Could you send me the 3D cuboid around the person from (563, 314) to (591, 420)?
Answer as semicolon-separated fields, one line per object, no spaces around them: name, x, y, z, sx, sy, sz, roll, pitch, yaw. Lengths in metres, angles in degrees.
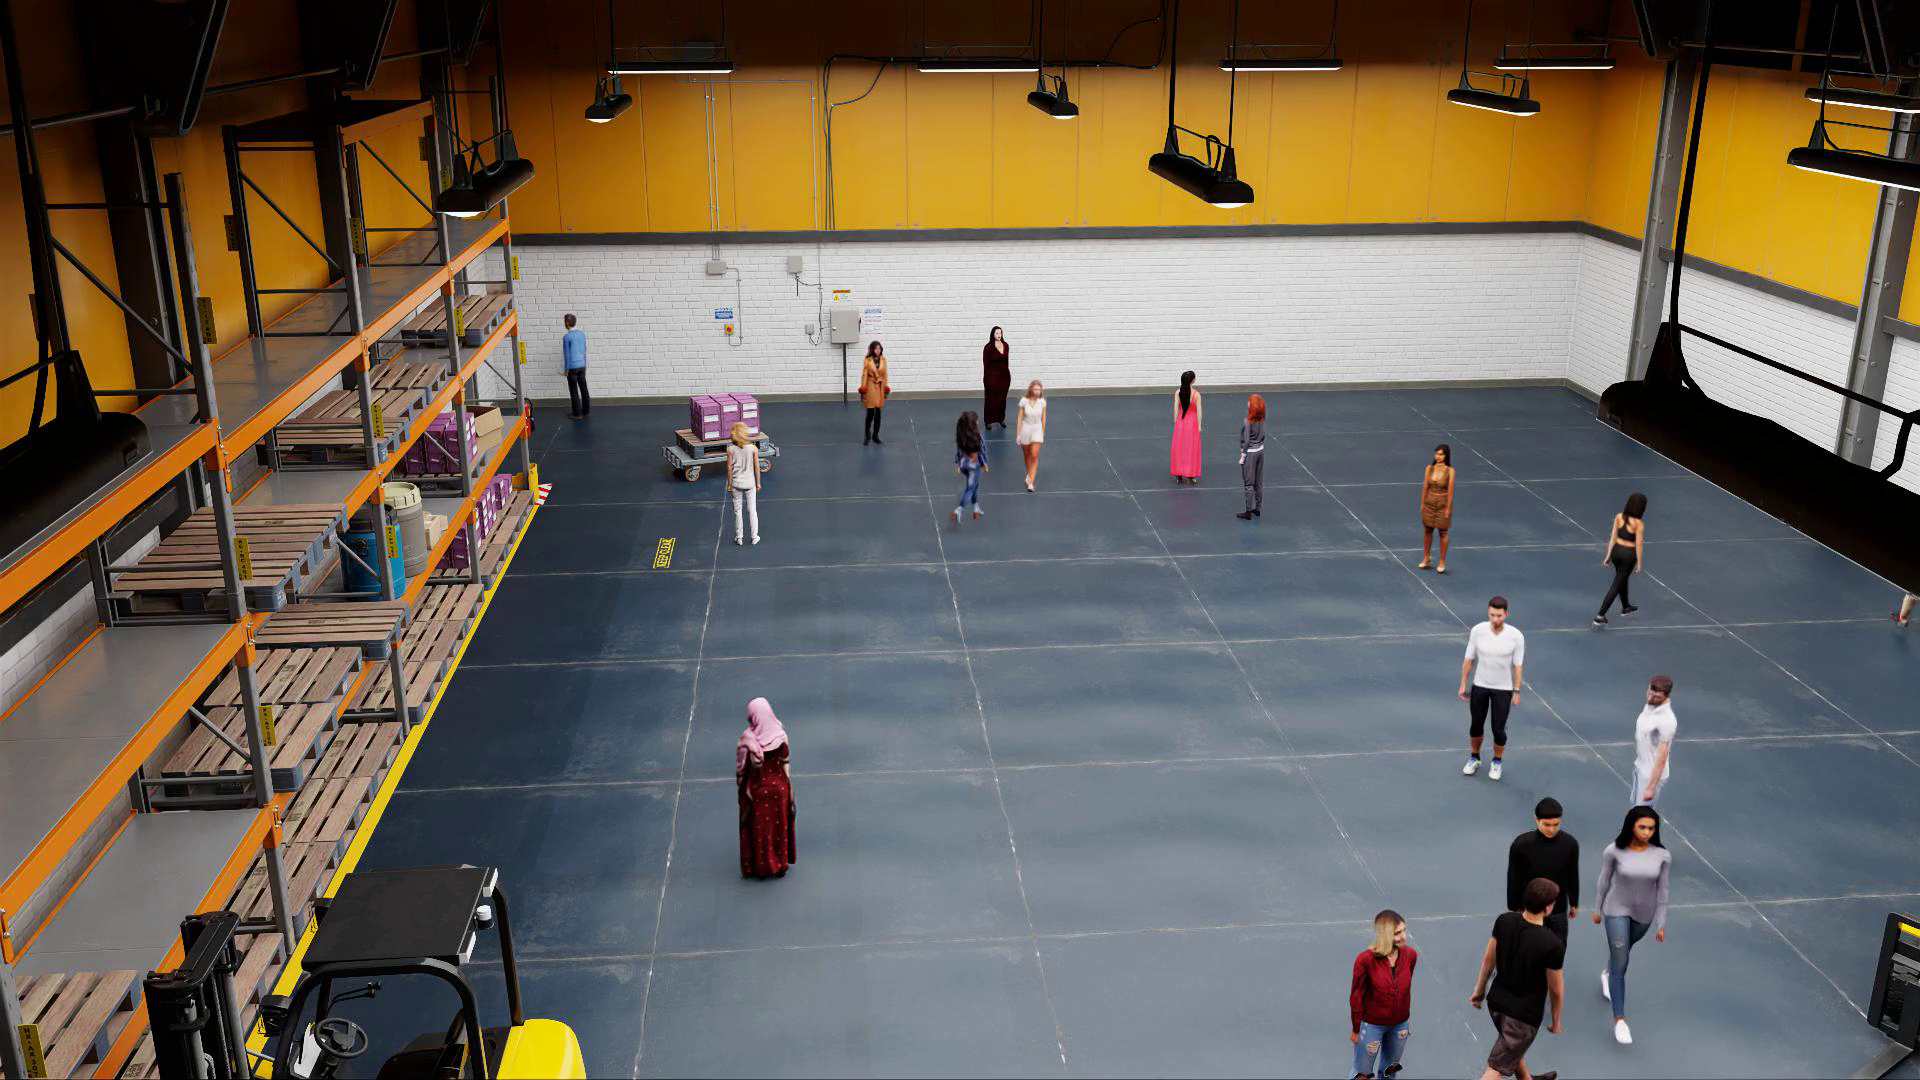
person;-6.646;-3.016;28.755;0.804;1.813;0.712;12;22;31

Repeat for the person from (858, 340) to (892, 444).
person;-1.415;-2.406;27.106;0.815;1.709;0.839;-8;20;-23

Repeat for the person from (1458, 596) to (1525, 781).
person;5.025;1.378;15.667;0.822;1.838;0.847;11;22;30

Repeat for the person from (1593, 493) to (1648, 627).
person;7.683;0.263;19.360;0.971;1.593;1.101;-13;22;-33

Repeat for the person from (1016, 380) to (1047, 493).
person;1.049;-1.566;24.719;0.724;1.639;1.208;2;19;6

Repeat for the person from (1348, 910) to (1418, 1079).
person;2.736;3.129;10.788;0.650;1.634;0.608;-6;20;-18

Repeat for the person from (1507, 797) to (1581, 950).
person;4.263;2.615;12.196;0.794;1.708;0.903;1;19;4

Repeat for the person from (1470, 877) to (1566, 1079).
person;3.507;3.060;10.732;1.167;1.800;1.303;-13;22;-33

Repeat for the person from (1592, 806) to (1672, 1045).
person;4.829;2.679;12.045;0.778;1.684;1.213;2;19;7

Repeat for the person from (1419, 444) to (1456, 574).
person;6.099;-0.413;21.223;0.634;1.685;0.694;15;24;37

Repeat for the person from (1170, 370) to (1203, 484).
person;3.411;-1.704;24.995;0.715;1.725;0.741;10;21;27

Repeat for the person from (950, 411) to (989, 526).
person;0.118;-0.965;23.022;1.028;1.585;1.101;15;24;37

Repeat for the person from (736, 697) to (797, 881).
person;-1.636;2.071;13.925;0.728;1.636;0.695;-7;20;-19

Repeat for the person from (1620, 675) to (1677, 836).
person;5.844;1.951;14.002;1.020;1.814;0.667;8;20;23

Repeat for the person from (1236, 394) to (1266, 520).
person;4.103;-1.178;23.349;0.655;1.779;0.677;-15;24;-38

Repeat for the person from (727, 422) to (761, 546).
person;-2.909;-0.763;22.284;0.589;1.672;0.533;-2;19;-7

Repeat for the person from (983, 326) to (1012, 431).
person;0.612;-2.742;28.029;0.768;1.757;0.776;-12;22;-31
